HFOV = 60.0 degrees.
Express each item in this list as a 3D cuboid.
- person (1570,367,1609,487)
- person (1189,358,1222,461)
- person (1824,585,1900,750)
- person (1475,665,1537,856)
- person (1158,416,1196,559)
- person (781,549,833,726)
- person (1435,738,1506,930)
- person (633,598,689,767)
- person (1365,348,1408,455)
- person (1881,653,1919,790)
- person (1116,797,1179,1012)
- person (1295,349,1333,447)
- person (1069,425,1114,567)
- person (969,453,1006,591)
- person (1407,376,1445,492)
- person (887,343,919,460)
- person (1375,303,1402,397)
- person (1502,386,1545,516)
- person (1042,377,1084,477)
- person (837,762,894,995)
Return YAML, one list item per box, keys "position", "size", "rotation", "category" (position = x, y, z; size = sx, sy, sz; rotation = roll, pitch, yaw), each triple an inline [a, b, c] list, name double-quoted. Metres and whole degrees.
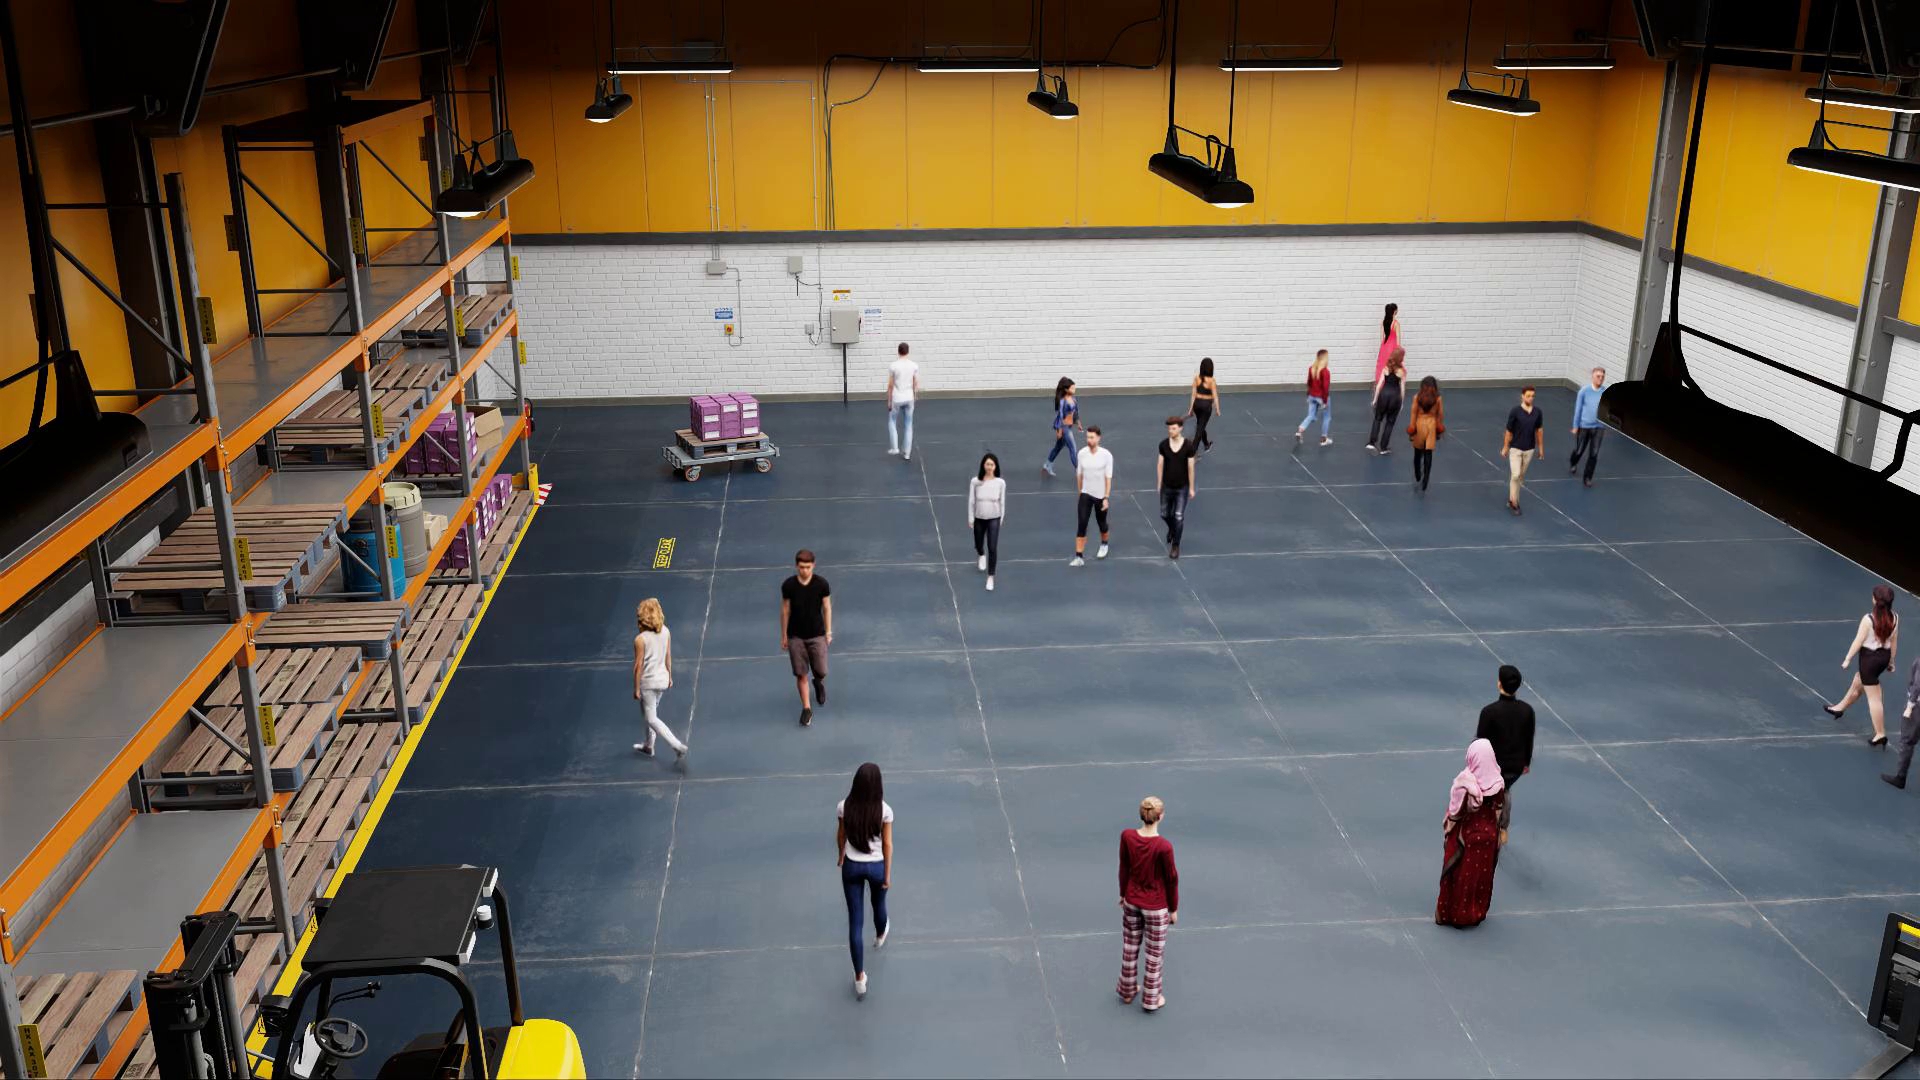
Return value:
- position: [9.454, -1.739, 24.971]
  size: [0.759, 1.807, 0.979]
  rotation: [2, 19, 5]
  category: "person"
- position: [3.774, -2.030, 26.142]
  size: [0.999, 1.611, 1.081]
  rotation: [14, 23, 35]
  category: "person"
- position: [9.020, 1.277, 16.330]
  size: [0.730, 1.606, 1.108]
  rotation: [-5, 19, -16]
  category: "person"
- position: [4.680, 1.917, 14.253]
  size: [0.675, 1.718, 0.588]
  rotation: [-3, 19, -8]
  category: "person"
- position: [2.855, -0.728, 21.855]
  size: [0.887, 1.879, 1.017]
  rotation: [6, 20, 17]
  category: "person"
- position: [-1.551, 0.933, 16.975]
  size: [0.704, 1.846, 0.912]
  rotation: [0, 19, -1]
  category: "person"
- position: [4.065, 2.317, 13.192]
  size: [0.689, 1.638, 0.641]
  rotation: [-4, 19, -12]
  category: "person"
- position: [-2.901, 1.384, 15.948]
  size: [1.015, 1.648, 1.011]
  rotation: [12, 22, 31]
  category: "person"
- position: [6.826, -2.205, 26.501]
  size: [0.820, 1.714, 0.818]
  rotation: [4, 19, 11]
  category: "person"
- position: [8.928, 1.554, 15.259]
  size: [0.775, 1.764, 1.002]
  rotation: [-8, 20, -23]
  category: "person"
- position: [1.359, 2.635, 12.149]
  size: [0.685, 1.701, 0.716]
  rotation: [12, 22, 32]
  category: "person"
- position: [5.737, -2.262, 26.832]
  size: [1.003, 1.610, 1.032]
  rotation: [-14, 23, -36]
  category: "person"
- position: [1.784, -0.582, 21.540]
  size: [1.051, 1.805, 1.300]
  rotation: [8, 20, 23]
  category: "person"
- position: [0.331, -0.276, 20.835]
  size: [0.721, 1.674, 1.098]
  rotation: [1, 19, 4]
  category: "person"
- position: [6.891, -1.545, 24.589]
  size: [0.924, 1.683, 1.258]
  rotation: [4, 19, 11]
  category: "person"
- position: [-0.872, -2.165, 26.192]
  size: [0.736, 1.835, 0.712]
  rotation: [-7, 20, -20]
  category: "person"
- position: [7.780, -3.436, 30.134]
  size: [0.772, 1.727, 0.678]
  rotation: [-14, 23, -35]
  category: "person"
- position: [7.951, -1.314, 23.660]
  size: [0.675, 1.838, 0.843]
  rotation: [-2, 19, -6]
  category: "person"
- position: [1.525, -1.662, 25.099]
  size: [1.003, 1.579, 1.085]
  rotation: [8, 20, 22]
  category: "person"
- position: [-0.726, 2.537, 12.393]
  size: [0.760, 1.731, 1.167]
  rotation: [2, 19, 5]
  category: "person"
